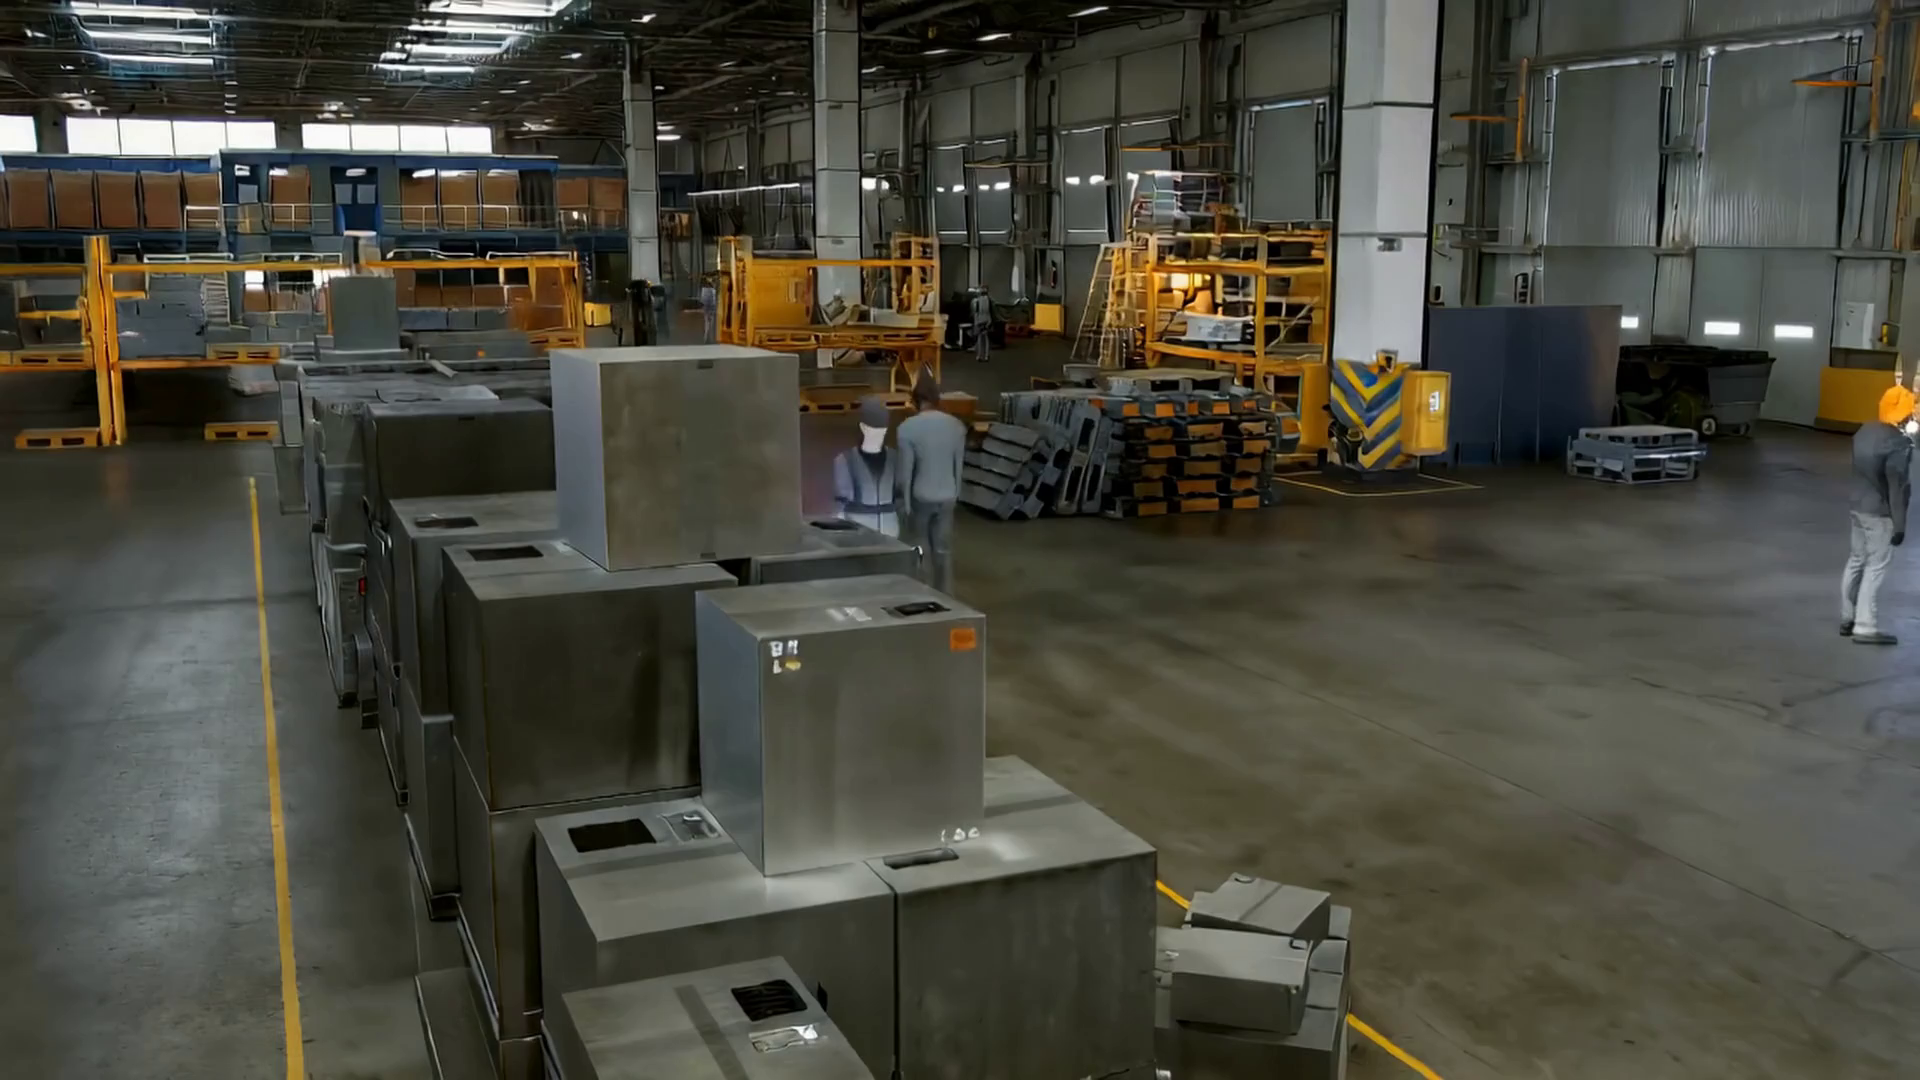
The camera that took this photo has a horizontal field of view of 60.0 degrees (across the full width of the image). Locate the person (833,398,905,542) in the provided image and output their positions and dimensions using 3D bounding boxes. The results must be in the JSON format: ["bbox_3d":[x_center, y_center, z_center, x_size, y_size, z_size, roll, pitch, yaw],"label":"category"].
[{"bbox_3d":[-0.651,-0.055,11.683,0.553,1.915,0.875,-4,11,-23],"label":"person"}]

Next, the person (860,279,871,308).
[{"bbox_3d":[-2.865,-6.560,47.708,0.627,1.844,0.429,-2,11,-12],"label":"person"}]

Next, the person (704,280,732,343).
[{"bbox_3d":[-7.017,-6.549,47.755,0.658,1.795,0.932,10,14,44],"label":"person"}]

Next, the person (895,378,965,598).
[{"bbox_3d":[-0.261,-0.312,13.051,0.643,1.917,0.611,-6,12,-30],"label":"person"}]

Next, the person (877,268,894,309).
[{"bbox_3d":[-2.641,-8.697,59.227,0.606,1.941,0.405,-2,10,-10],"label":"person"}]

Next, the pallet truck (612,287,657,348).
[{"bbox_3d":[-6.464,-4.406,35.401,0.823,1.965,1.885,6,12,32],"label":"pallet truck"}]

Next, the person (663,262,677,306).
[{"bbox_3d":[-12.936,-11.433,74.175,0.612,1.986,0.407,-1,10,-3],"label":"person"}]

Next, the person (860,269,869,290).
[{"bbox_3d":[-3.450,-8.744,59.505,0.585,1.928,0.369,-10,14,-42],"label":"person"}]

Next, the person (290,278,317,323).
[{"bbox_3d":[-17.685,-6.079,44.817,0.652,1.927,0.472,-5,11,-24],"label":"person"}]

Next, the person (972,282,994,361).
[{"bbox_3d":[0.548,-5.372,40.889,0.553,1.935,0.364,-3,11,-16],"label":"person"}]

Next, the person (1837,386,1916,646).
[{"bbox_3d":[6.787,-0.176,12.290,0.374,1.929,0.638,0,10,0],"label":"person"}]

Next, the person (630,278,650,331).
[{"bbox_3d":[-10.322,-7.598,53.741,0.613,1.724,0.492,-6,12,-29],"label":"person"}]

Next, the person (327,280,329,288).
[{"bbox_3d":[-22.453,-8.688,59.462,0.964,1.844,0.580,-9,13,-40],"label":"person"}]

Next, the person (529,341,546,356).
[{"bbox_3d":[-4.556,-1.222,18.153,0.925,1.884,0.602,-5,11,-25],"label":"person"}]
